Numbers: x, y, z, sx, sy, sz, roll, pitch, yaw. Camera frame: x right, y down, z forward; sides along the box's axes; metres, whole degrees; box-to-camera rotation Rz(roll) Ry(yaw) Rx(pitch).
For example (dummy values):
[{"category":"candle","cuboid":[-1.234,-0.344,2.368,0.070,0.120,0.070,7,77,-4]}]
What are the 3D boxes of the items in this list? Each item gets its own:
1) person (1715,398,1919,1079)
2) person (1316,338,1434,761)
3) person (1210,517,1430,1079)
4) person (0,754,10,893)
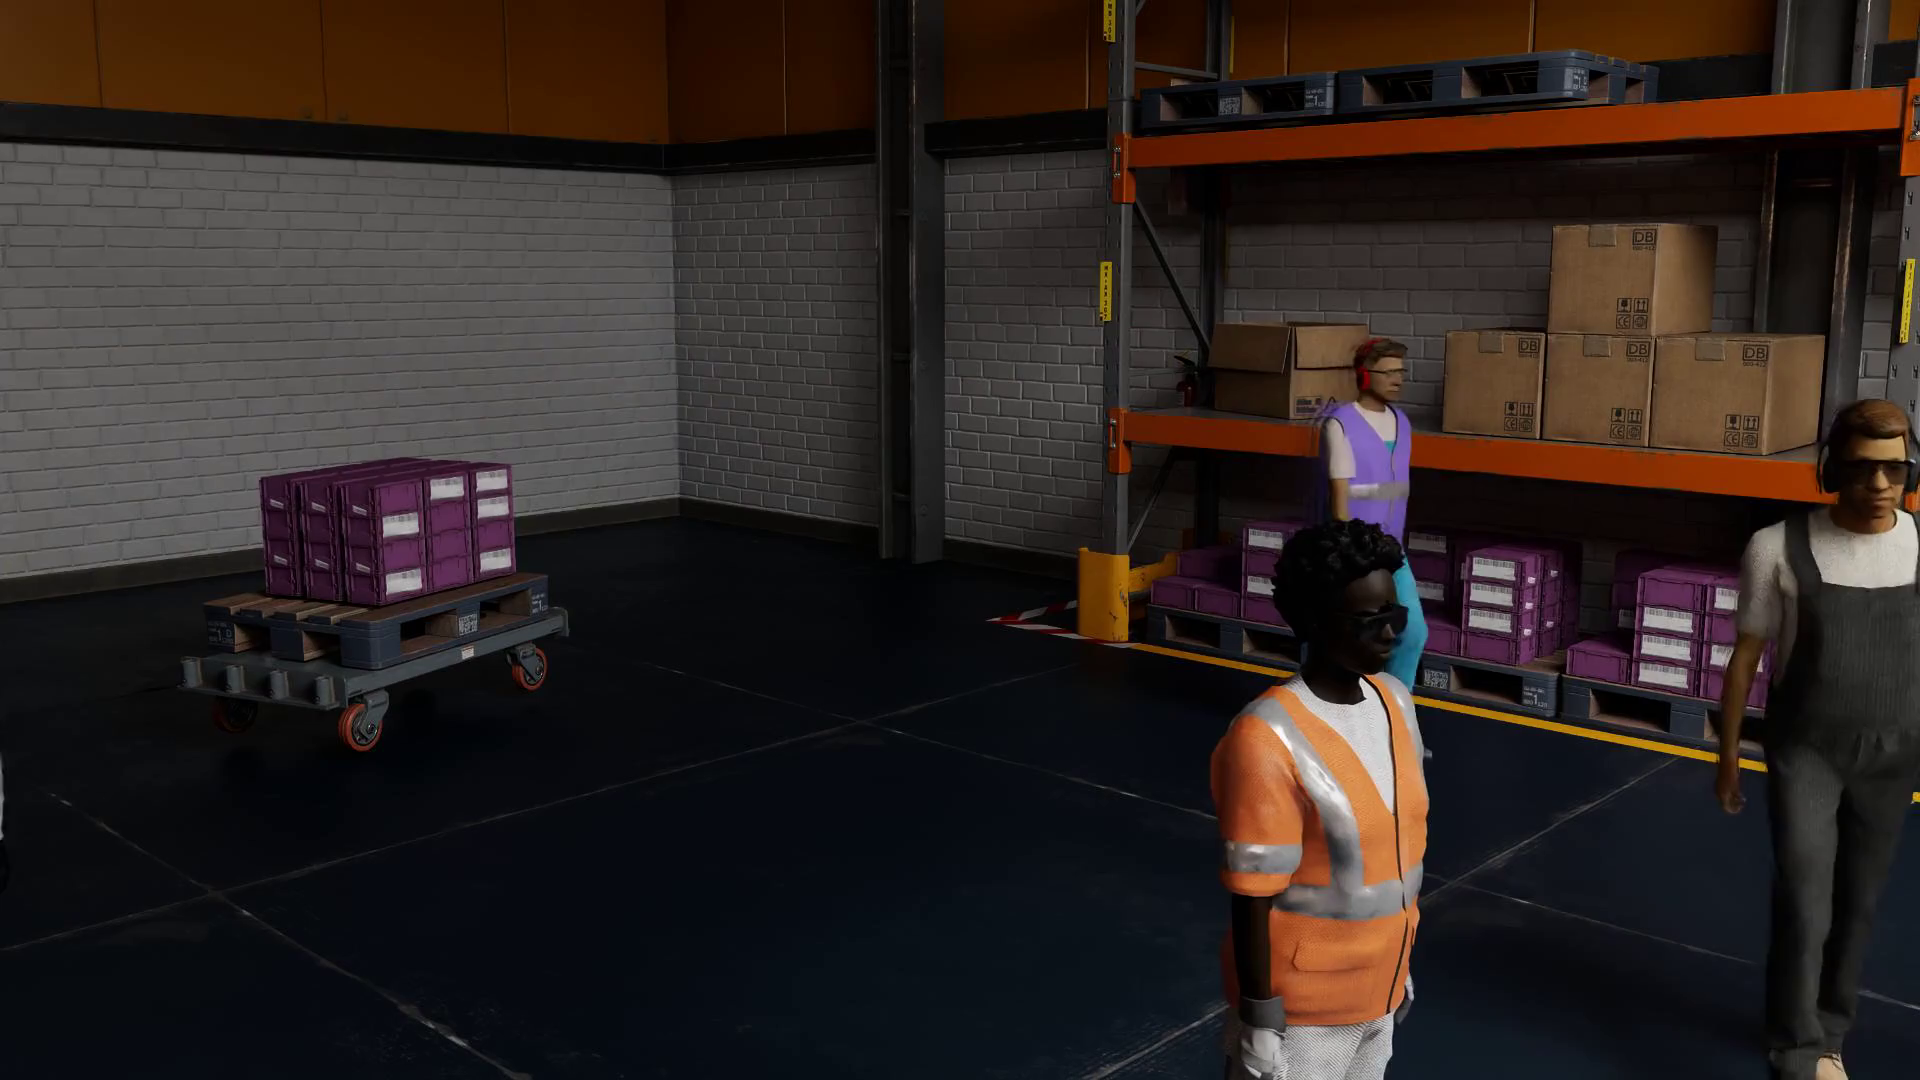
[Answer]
[{"category":"person","cuboid":[2.152,0.575,3.994,0.534,1.812,0.809,2,9,11]},{"category":"person","cuboid":[1.786,0.063,7.090,0.577,1.823,0.652,-7,11,-36]},{"category":"person","cuboid":[0.648,0.798,2.972,0.315,1.696,0.541,9,13,42]},{"category":"person","cuboid":[-2.410,0.660,3.526,0.987,1.793,0.646,4,10,24]}]
